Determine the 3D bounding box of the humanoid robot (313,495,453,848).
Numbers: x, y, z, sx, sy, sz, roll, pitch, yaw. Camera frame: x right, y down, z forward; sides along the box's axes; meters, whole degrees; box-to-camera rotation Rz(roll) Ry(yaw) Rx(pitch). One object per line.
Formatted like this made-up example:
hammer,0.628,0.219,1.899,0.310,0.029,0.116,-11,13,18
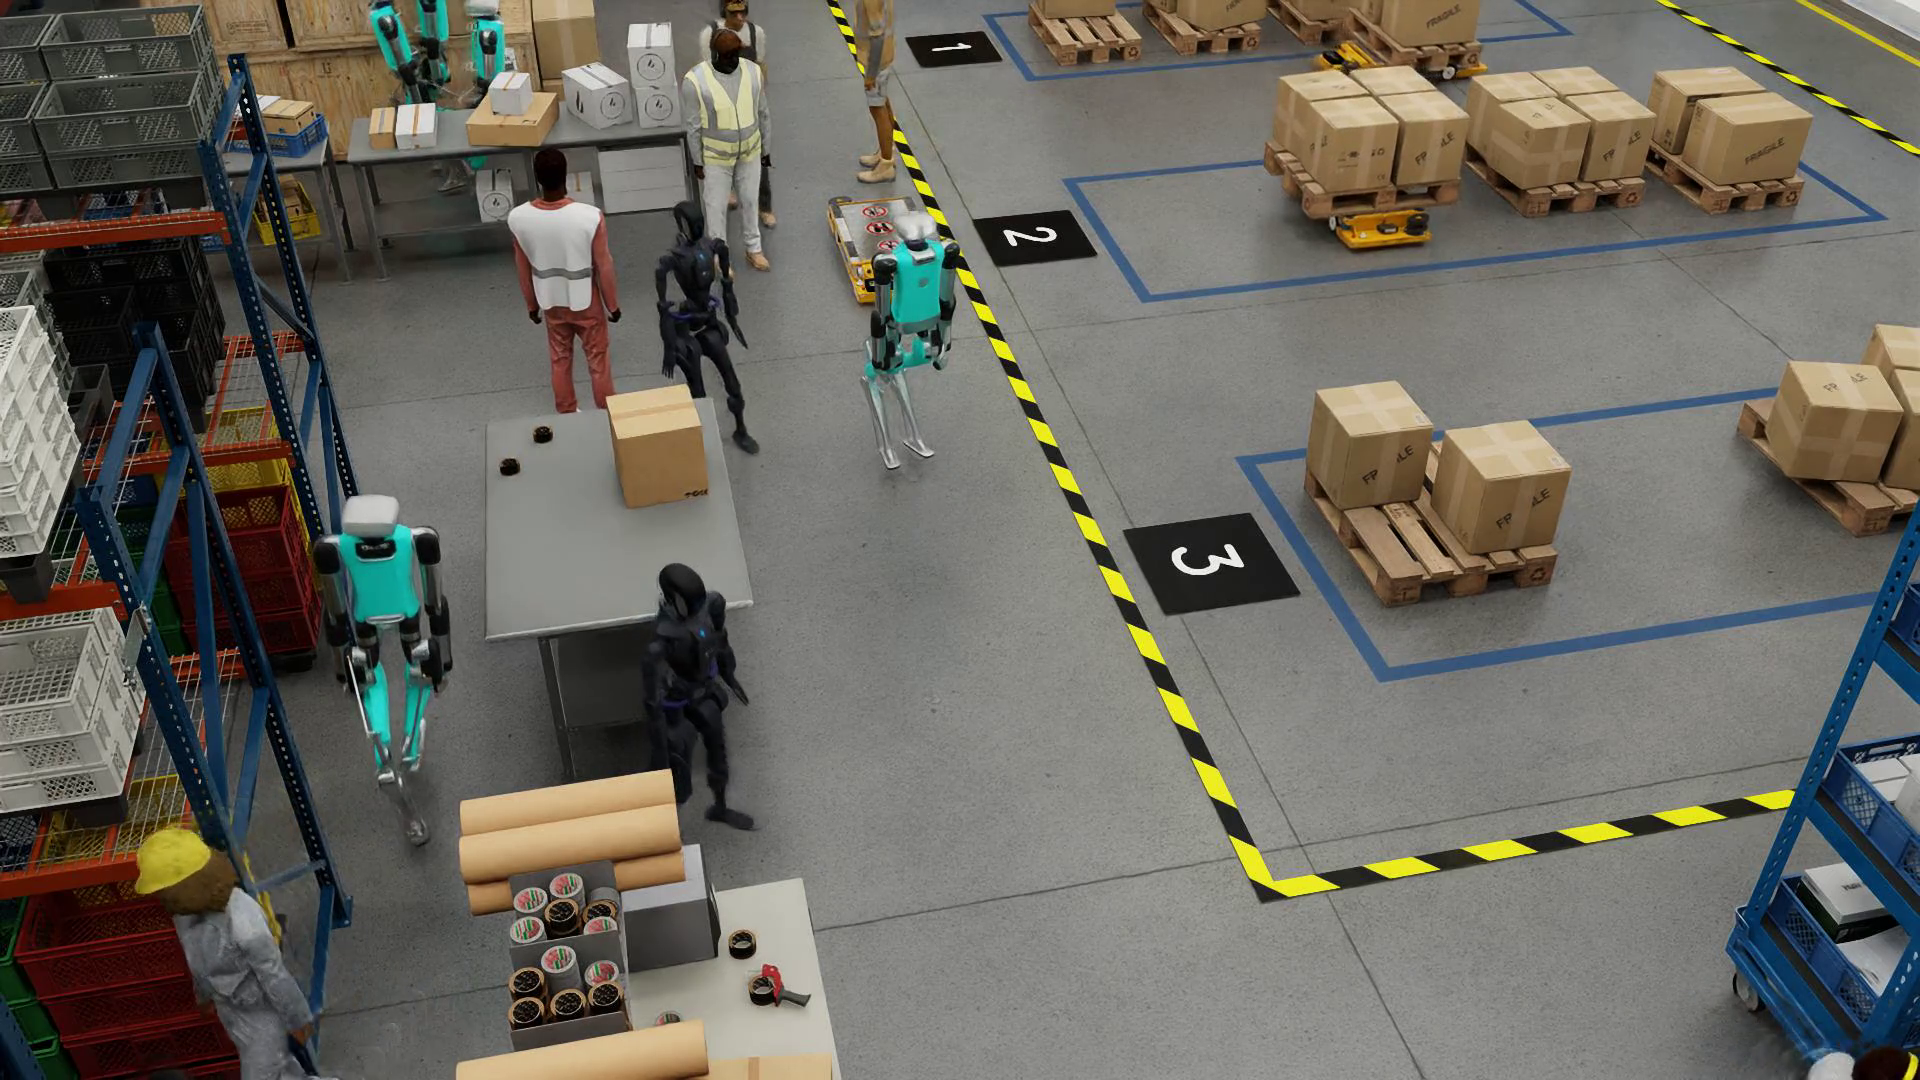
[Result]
humanoid robot,-2.517,0.644,7.467,0.577,1.733,1.051,-9,38,-12

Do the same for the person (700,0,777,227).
person,-1.709,-3.338,12.738,0.546,1.825,0.651,-13,39,-17

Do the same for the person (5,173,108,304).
person,-5.817,-1.809,10.737,0.323,1.760,0.522,11,38,14

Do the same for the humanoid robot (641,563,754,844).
humanoid robot,-1.214,0.739,7.400,0.388,1.675,0.615,20,41,24

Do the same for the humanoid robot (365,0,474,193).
humanoid robot,-4.118,-3.477,13.071,0.759,1.872,0.546,-16,40,-21

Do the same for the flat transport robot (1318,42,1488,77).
flat transport robot,4.159,-4.520,15.605,1.431,0.197,0.652,-8,37,-10

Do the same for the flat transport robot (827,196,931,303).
flat transport robot,-0.570,-2.220,12.538,0.659,0.231,1.431,-8,37,-10

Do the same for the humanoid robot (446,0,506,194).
humanoid robot,-3.723,-3.281,12.738,0.888,1.768,0.549,-5,37,-7

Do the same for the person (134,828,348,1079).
person,-2.620,1.701,6.041,0.499,1.718,0.370,22,42,26

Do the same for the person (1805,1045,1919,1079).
person,2.709,2.188,5.326,1.004,1.802,0.489,8,37,11

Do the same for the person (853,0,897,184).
person,-0.708,-3.849,13.242,0.391,2.041,0.610,2,37,3

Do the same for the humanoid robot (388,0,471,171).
humanoid robot,-4.367,-3.778,13.371,0.675,1.766,0.542,-5,37,-7

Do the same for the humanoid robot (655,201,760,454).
humanoid robot,-1.539,-1.236,10.030,0.485,1.640,0.589,30,46,34

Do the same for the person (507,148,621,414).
person,-2.378,-1.459,10.142,0.587,1.911,0.398,3,37,4

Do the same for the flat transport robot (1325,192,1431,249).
flat transport robot,3.135,-2.738,13.210,0.652,0.197,1.431,-8,37,-10

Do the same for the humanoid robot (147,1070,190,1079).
humanoid robot,-2.327,2.224,5.388,0.454,1.640,0.596,22,42,27

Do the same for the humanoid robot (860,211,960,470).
humanoid robot,-0.369,-1.246,9.886,0.533,1.677,0.735,-18,40,-22

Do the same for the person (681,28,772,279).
person,-1.644,-2.788,11.994,0.628,1.835,0.429,-18,40,-22
